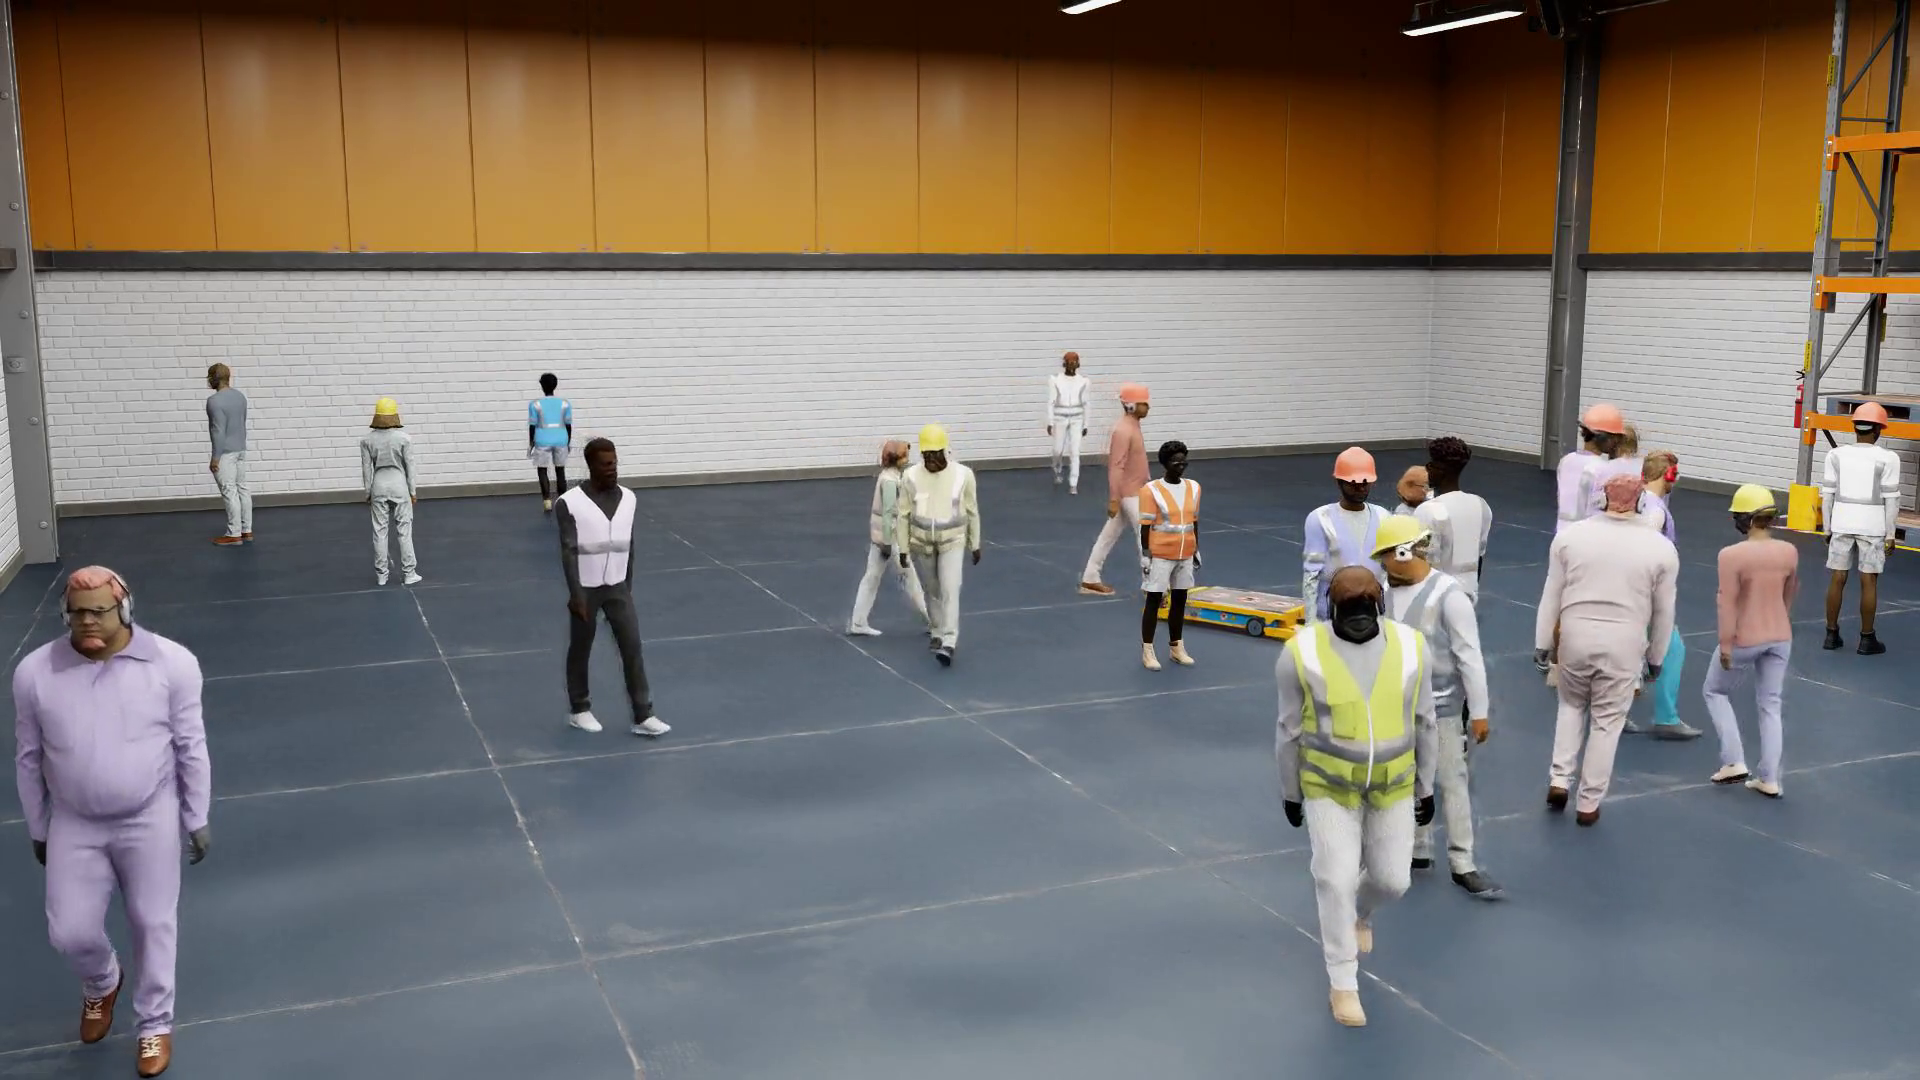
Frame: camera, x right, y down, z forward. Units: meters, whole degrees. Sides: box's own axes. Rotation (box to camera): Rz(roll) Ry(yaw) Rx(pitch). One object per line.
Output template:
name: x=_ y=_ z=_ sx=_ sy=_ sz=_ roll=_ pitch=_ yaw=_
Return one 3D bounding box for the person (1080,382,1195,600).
person: x=1.550 y=-0.430 z=14.773 sx=1.042 sy=1.940 sz=0.614 roll=2 pitch=10 yaw=10

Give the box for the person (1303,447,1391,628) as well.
person: x=2.244 y=0.426 z=9.570 sx=0.553 sy=1.935 sz=0.362 roll=-2 pitch=10 yaw=-14

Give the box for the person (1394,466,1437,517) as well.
person: x=3.071 y=0.294 z=11.341 sx=0.387 sy=1.615 sz=0.517 roll=6 pitch=11 yaw=34

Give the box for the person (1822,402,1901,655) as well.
person: x=6.884 y=-0.089 z=12.720 sx=0.367 sy=1.930 sz=0.542 roll=-9 pitch=13 yaw=-42

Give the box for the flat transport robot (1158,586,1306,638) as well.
flat transport robot: x=2.319 y=0.576 z=13.698 sx=1.431 sy=0.197 sz=0.652 roll=8 pitch=12 yaw=40

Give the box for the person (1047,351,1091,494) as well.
person: x=1.415 y=-1.552 z=21.785 sx=0.582 sy=1.866 sz=0.720 roll=0 pitch=9 yaw=-2

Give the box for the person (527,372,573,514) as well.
person: x=-4.910 y=-1.160 z=19.930 sx=0.554 sy=1.697 sz=0.387 roll=-5 pitch=10 yaw=-27

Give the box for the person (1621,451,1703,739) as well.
person: x=4.400 y=0.351 z=10.425 sx=0.745 sy=1.803 sz=0.614 roll=2 pitch=10 yaw=11

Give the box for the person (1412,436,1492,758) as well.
person: x=2.867 y=0.361 z=9.877 sx=0.607 sy=1.966 sz=0.367 roll=-7 pitch=12 yaw=-36

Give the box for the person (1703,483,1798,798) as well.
person: x=4.437 y=0.566 z=9.300 sx=0.520 sy=1.753 sz=0.461 roll=-2 pitch=9 yaw=-9

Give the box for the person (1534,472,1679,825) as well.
person: x=3.424 y=0.580 z=8.837 sx=0.673 sy=1.870 sz=0.467 roll=5 pitch=11 yaw=27

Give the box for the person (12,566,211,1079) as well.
person: x=-3.091 y=1.022 z=6.107 sx=0.648 sy=1.895 sz=0.452 roll=-3 pitch=10 yaw=-19

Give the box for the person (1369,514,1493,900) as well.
person: x=2.228 y=0.788 z=7.873 sx=0.408 sy=1.787 sz=0.742 roll=-5 pitch=11 yaw=-29

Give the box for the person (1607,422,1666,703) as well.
person: x=4.519 y=0.127 z=11.551 sx=0.657 sy=1.883 sz=0.970 roll=-1 pitch=9 yaw=-6

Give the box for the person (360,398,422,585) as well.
person: x=-5.296 y=-0.451 z=15.476 sx=0.484 sy=1.744 sz=0.295 roll=-1 pitch=9 yaw=-6

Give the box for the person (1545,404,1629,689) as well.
person: x=4.326 y=0.077 z=11.435 sx=0.442 sy=2.029 sz=0.609 roll=-1 pitch=9 yaw=-8

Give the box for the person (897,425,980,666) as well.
person: x=-0.183 y=0.035 z=12.439 sx=0.614 sy=1.772 sz=0.927 roll=2 pitch=10 yaw=11

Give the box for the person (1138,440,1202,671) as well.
person: x=1.547 y=0.110 z=12.222 sx=0.541 sy=1.693 sz=0.316 roll=-5 pitch=11 yaw=-27

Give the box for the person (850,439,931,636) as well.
person: x=-0.469 y=-0.006 z=13.224 sx=0.886 sy=1.588 sz=0.526 roll=-2 pitch=10 yaw=-10

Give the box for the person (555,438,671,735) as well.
person: x=-2.198 y=0.312 z=10.388 sx=0.904 sy=1.887 sz=0.586 roll=9 pitch=13 yaw=44

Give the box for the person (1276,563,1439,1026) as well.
person: x=1.566 y=0.967 z=6.654 sx=0.635 sy=1.820 sz=0.615 roll=0 pitch=9 yaw=-1

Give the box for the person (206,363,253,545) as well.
person: x=-7.781 y=-0.912 z=17.679 sx=0.354 sy=1.936 sz=0.636 roll=1 pitch=9 yaw=3
